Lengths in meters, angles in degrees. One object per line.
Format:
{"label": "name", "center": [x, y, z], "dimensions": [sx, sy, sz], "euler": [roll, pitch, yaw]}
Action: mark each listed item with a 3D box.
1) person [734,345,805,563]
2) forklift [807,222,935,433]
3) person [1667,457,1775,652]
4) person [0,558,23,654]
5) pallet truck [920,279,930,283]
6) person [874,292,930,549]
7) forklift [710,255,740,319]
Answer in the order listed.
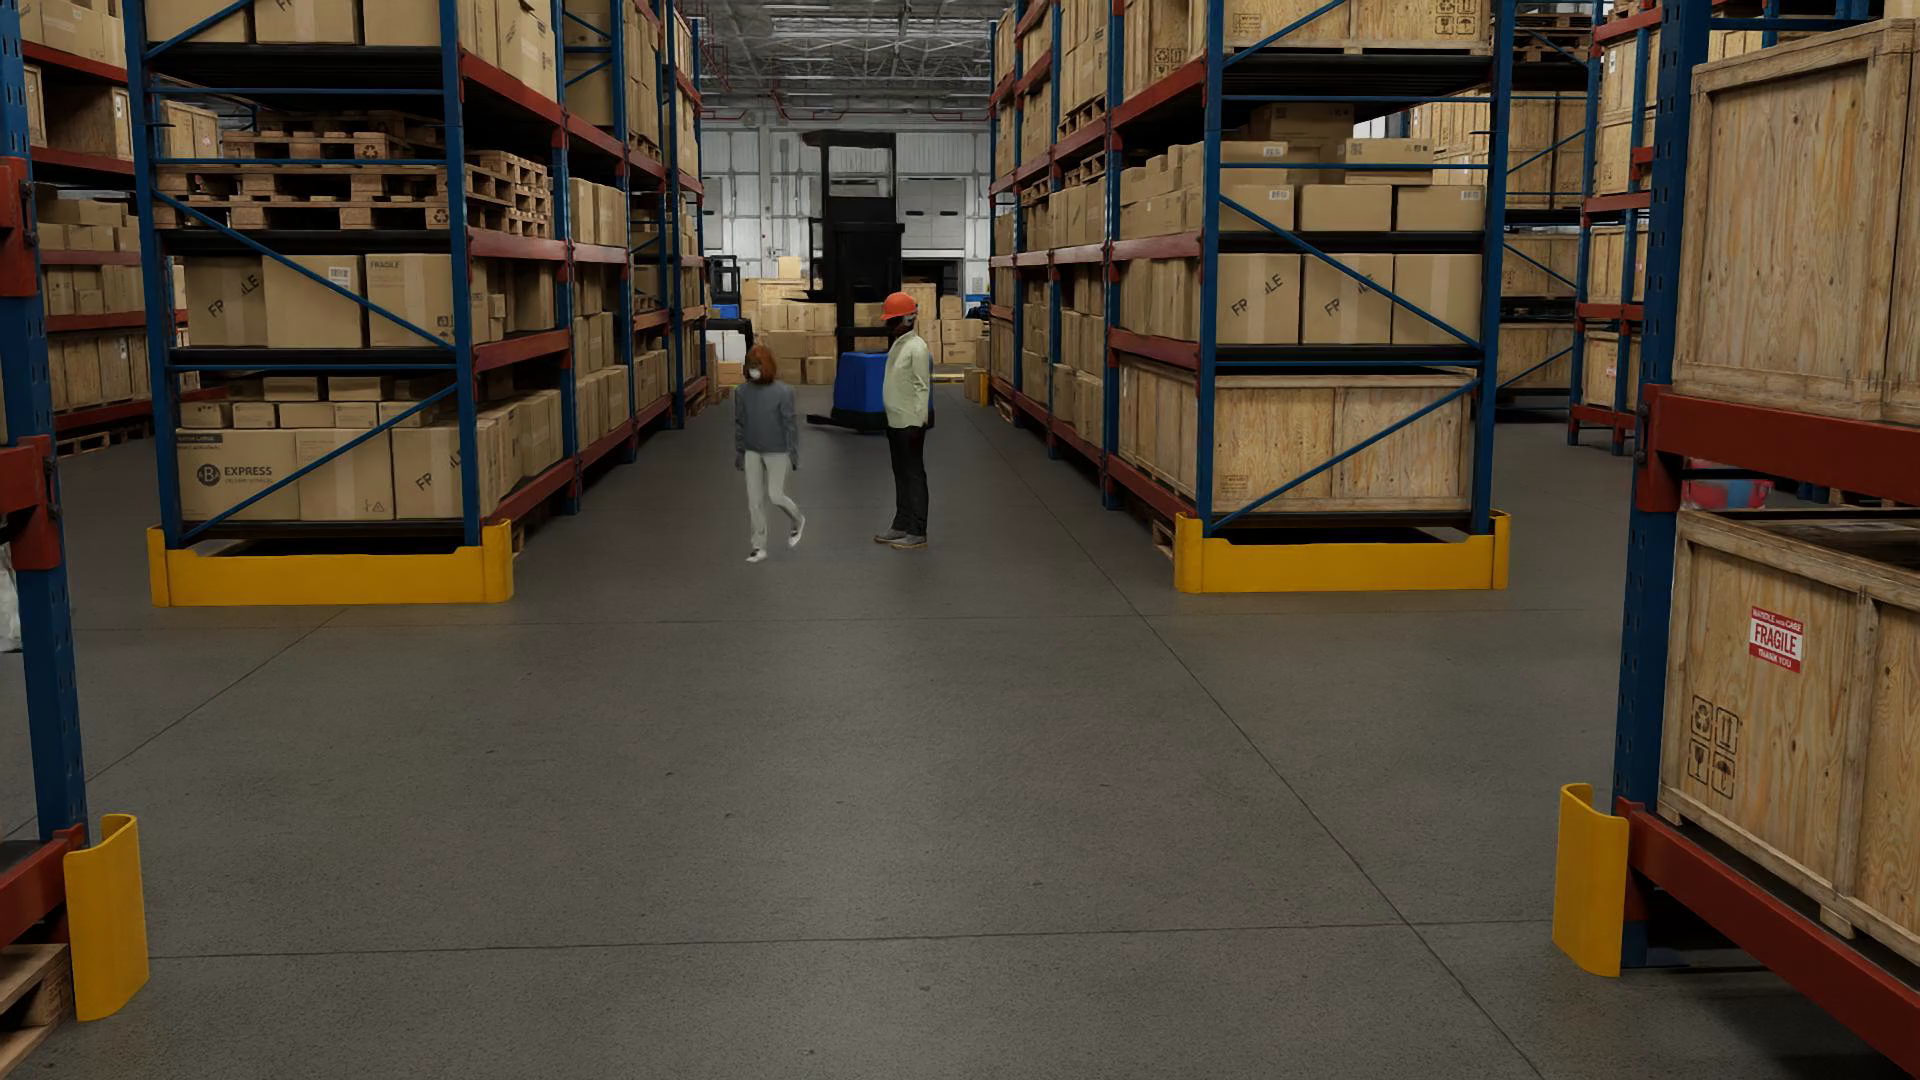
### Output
{"label": "person", "center": [-1.404, -0.653, 12.389], "dimensions": [0.516, 1.612, 0.543], "euler": [4, 10, 23]}
{"label": "forklift", "center": [-1.216, -2.922, 22.680], "dimensions": [1.129, 2.768, 1.873], "euler": [-5, 10, -29]}
{"label": "person", "center": [4.281, -0.227, 9.164], "dimensions": [0.964, 1.791, 0.639], "euler": [0, 9, 1]}
{"label": "person", "center": [-5.616, -0.142, 9.199], "dimensions": [0.816, 1.598, 0.534], "euler": [-2, 9, -15]}
{"label": "pallet truck", "center": [-0.932, -8.922, 63.114], "dimensions": [1.885, 1.965, 0.823], "euler": [2, 9, 13]}
{"label": "person", "center": [-0.437, -0.924, 12.929], "dimensions": [0.387, 1.988, 0.608], "euler": [-4, 10, -24]}
{"label": "forklift", "center": [-8.364, -8.712, 59.035], "dimensions": [1.129, 2.768, 1.873], "euler": [-1, 9, -4]}
